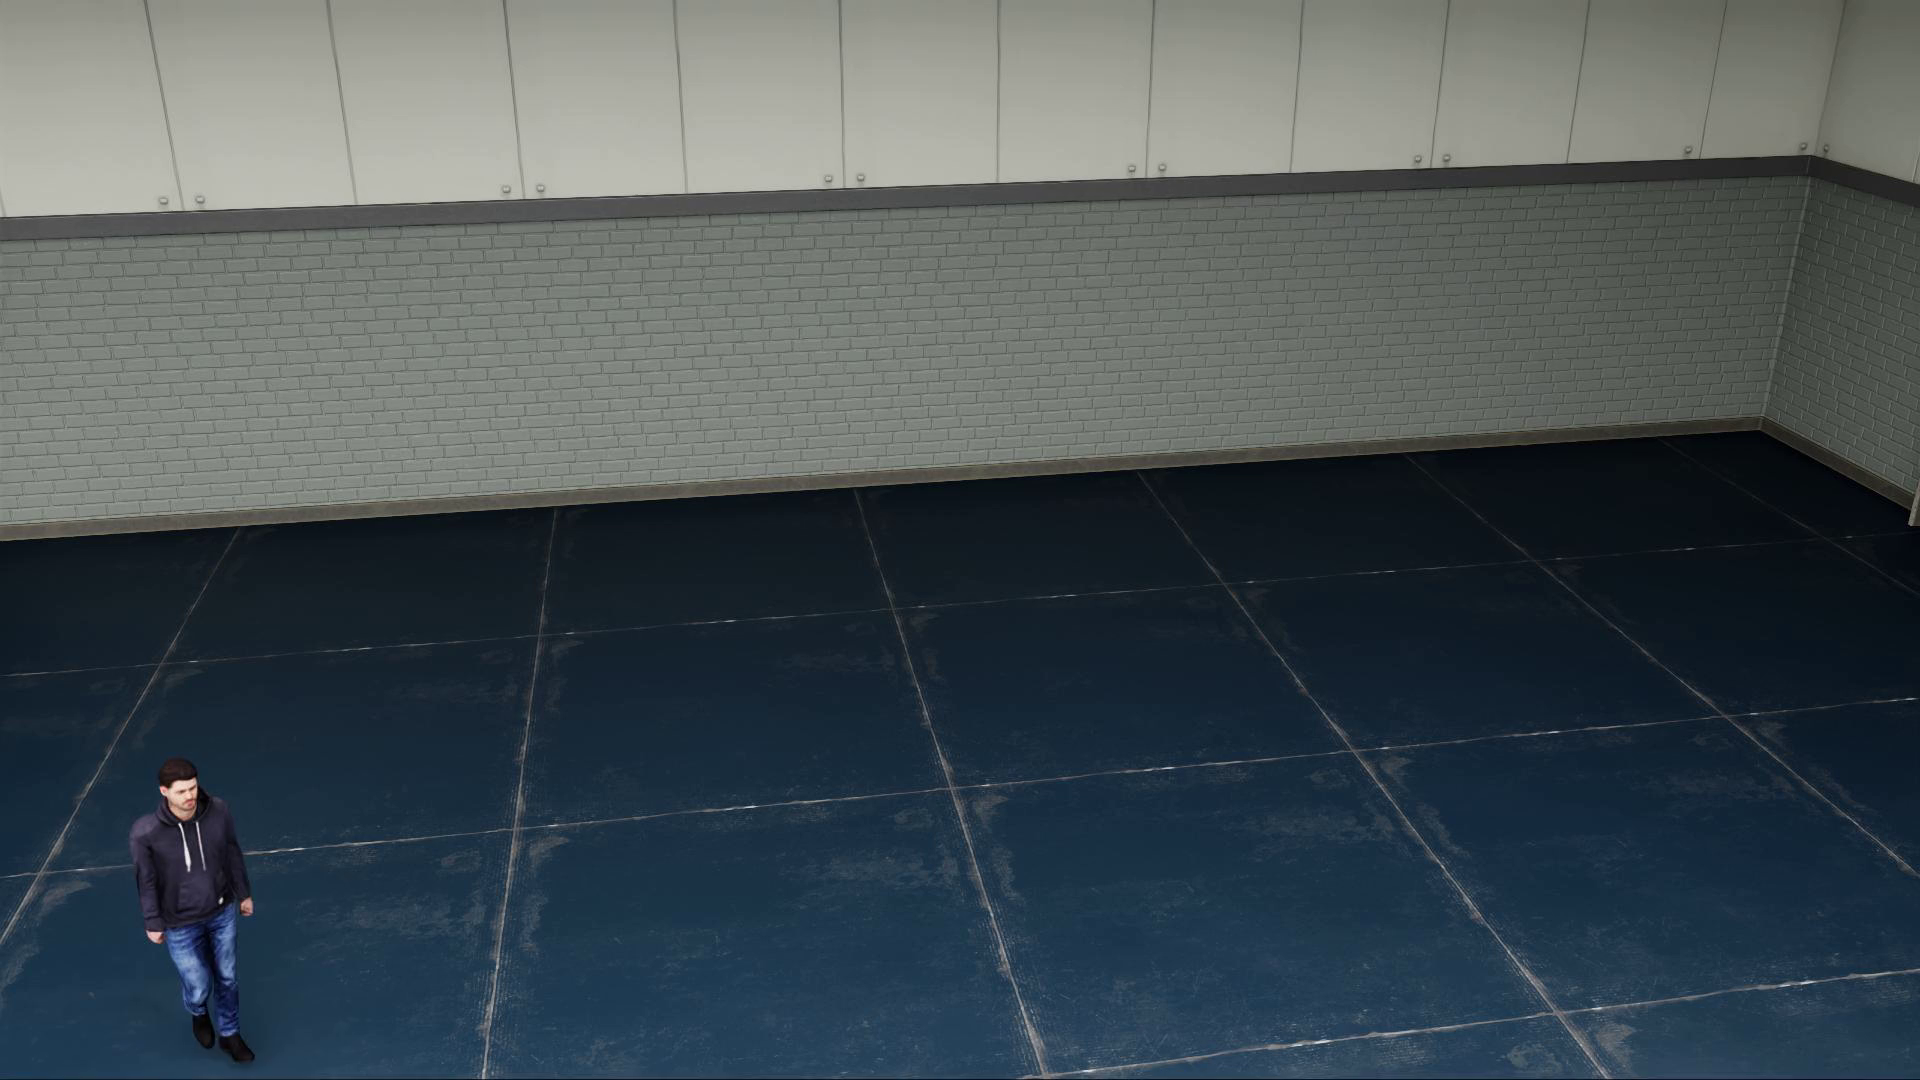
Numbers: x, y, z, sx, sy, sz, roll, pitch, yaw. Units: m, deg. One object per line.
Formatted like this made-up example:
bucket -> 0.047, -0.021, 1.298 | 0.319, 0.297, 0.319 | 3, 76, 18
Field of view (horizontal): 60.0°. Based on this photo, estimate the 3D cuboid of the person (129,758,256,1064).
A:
person -> -4.111, 1.948, 8.888 | 0.853, 1.874, 0.904 | -21, 31, -40
